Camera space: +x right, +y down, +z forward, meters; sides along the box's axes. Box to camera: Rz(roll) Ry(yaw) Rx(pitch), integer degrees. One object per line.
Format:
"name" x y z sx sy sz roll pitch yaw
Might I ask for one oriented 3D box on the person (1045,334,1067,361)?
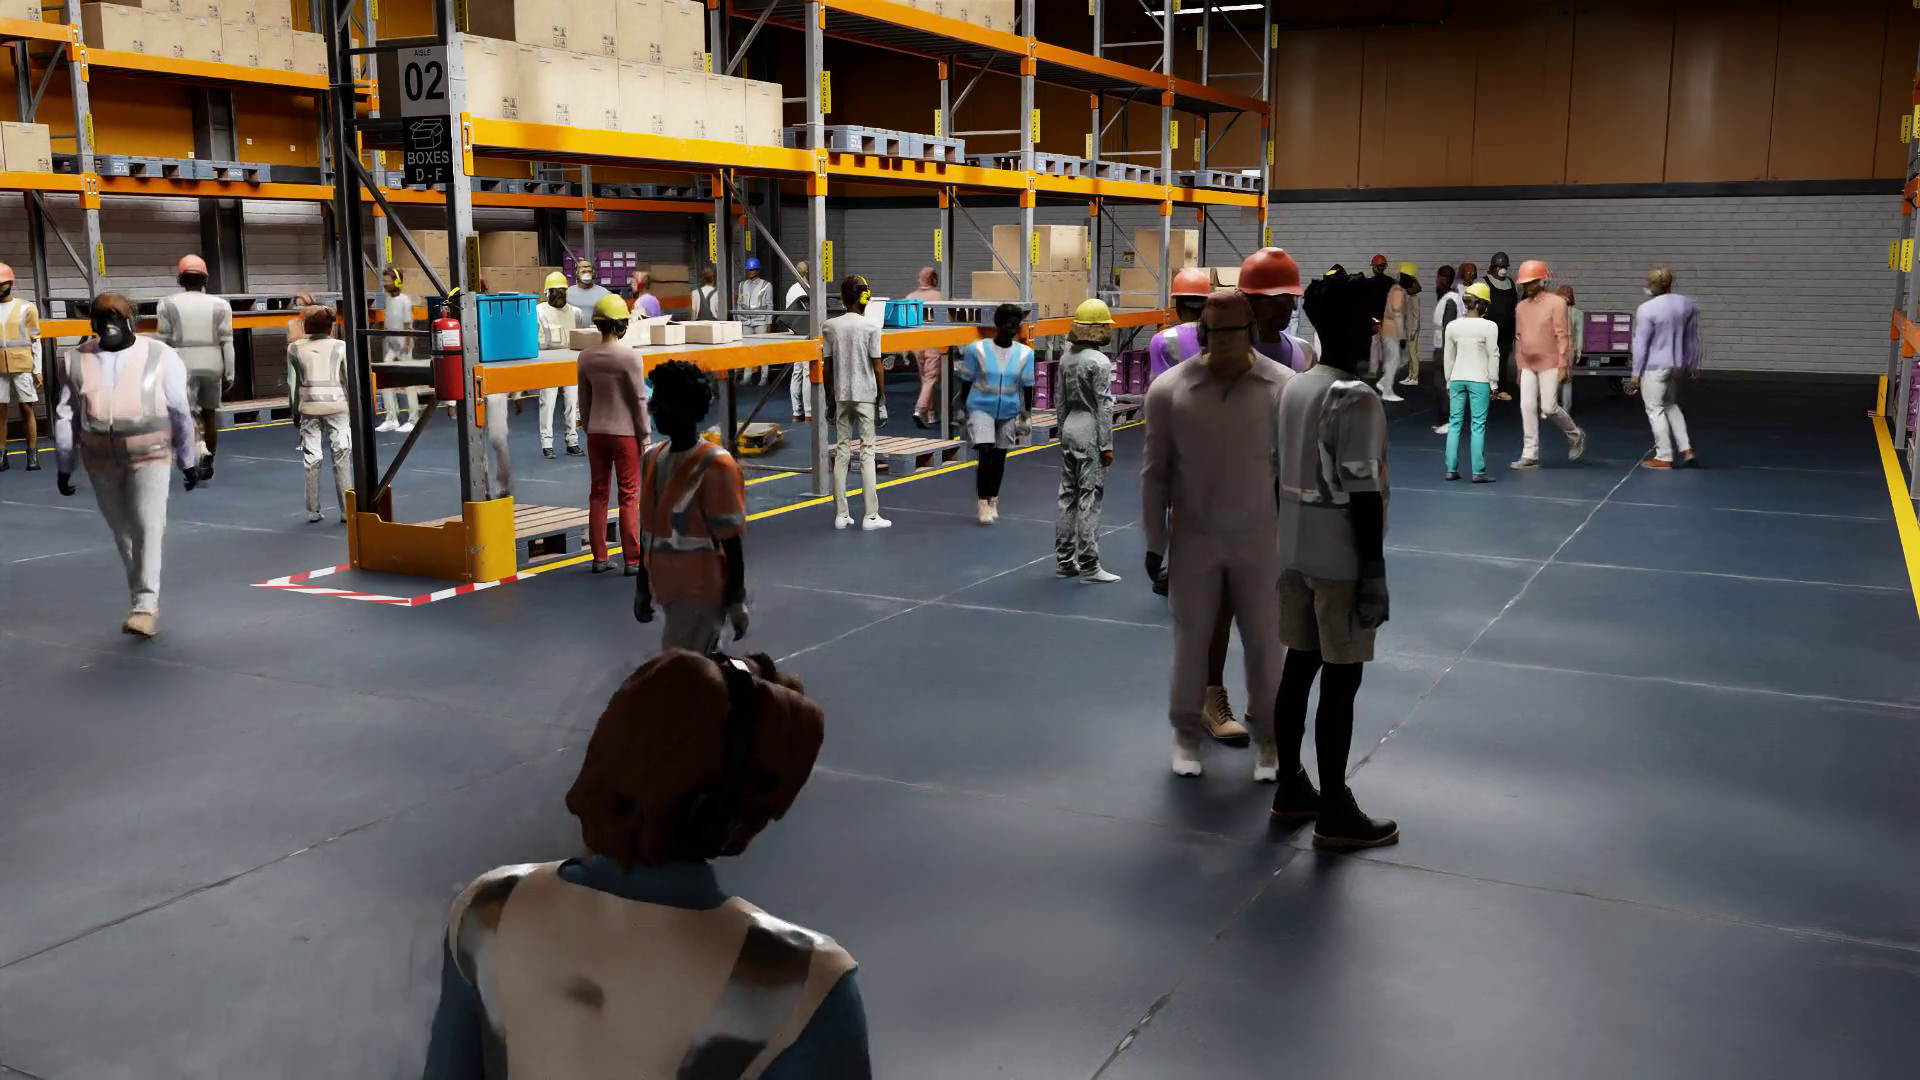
"person" 1.518 -3.410 25.948 0.594 1.924 0.382 3 10 15

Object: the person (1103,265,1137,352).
"person" 2.721 -3.773 28.347 0.611 1.822 0.493 -1 10 -8

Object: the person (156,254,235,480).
"person" -6.681 -1.493 14.599 0.632 2.015 0.757 -6 12 -32

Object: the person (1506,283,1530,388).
"person" 8.389 -3.163 24.816 0.441 1.820 0.713 -1 10 -4

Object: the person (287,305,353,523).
"person" -4.769 -0.941 12.490 0.518 1.636 0.312 0 10 1

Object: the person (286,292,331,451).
"person" -6.671 -1.743 17.179 0.521 1.622 0.581 3 10 15

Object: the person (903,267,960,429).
"person" -0.368 -2.237 19.340 0.640 1.867 0.950 6 11 29

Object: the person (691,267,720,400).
"person" -3.442 -2.829 22.853 0.543 1.835 0.441 2 10 13

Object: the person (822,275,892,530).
"person" -0.761 -1.000 12.178 0.514 1.865 0.329 4 11 23

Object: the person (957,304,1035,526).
"person" 0.283 -0.932 12.382 0.551 1.641 0.724 -3 10 -14

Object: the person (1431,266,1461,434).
"person" 5.502 -2.136 18.742 0.358 1.878 0.788 3 10 14

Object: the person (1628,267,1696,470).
"person" 6.563 -1.587 15.504 0.735 1.897 0.427 -5 11 -26

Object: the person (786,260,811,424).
"person" -1.821 -2.342 19.732 0.372 1.940 0.630 -7 12 -36

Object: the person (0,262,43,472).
"person" -8.800 -1.594 15.403 0.548 1.937 0.379 -4 10 -20

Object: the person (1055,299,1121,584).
"person" 0.791 -0.608 10.253 0.323 1.743 0.489 -6 11 -30

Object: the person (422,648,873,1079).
"person" -0.349 0.917 1.816 0.538 1.603 0.427 4 11 24

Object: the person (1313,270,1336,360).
"person" 4.091 -2.039 18.281 0.593 1.832 0.403 -6 11 -30

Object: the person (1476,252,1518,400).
"person" 7.375 -2.923 22.795 0.688 2.000 0.537 -3 10 -16

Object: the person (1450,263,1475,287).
"person" 7.574 -3.249 25.209 0.702 1.864 0.727 9 13 41

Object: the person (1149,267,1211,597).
"person" 1.343 -0.625 9.790 0.550 1.935 0.375 -3 10 -18

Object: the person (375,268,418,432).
"person" -6.384 -2.117 18.664 0.554 1.852 0.641 8 13 40

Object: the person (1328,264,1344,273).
"person" 5.215 -2.903 23.180 0.538 1.869 0.313 0 10 1

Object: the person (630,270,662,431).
"person" -3.525 -2.130 18.815 0.534 1.830 0.574 2 10 9

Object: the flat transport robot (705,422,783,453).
"flat transport robot" -2.251 -1.061 17.137 0.652 0.197 1.431 0 10 3

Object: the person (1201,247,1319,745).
"person" 1.253 -0.176 6.888 0.615 2.041 0.385 -6 11 -30

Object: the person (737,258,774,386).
"person" -3.123 -3.315 25.332 0.602 1.949 0.387 4 10 21

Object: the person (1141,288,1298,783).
"person" 1.023 -0.011 6.385 0.651 1.895 0.396 1 10 7

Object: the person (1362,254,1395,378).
"person" 6.772 -3.620 26.966 0.621 1.992 0.397 -6 11 -30

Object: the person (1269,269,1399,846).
"person" 1.283 0.063 5.722 0.363 1.966 0.606 -3 10 -19

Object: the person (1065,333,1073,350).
"person" 1.844 -3.358 25.954 0.624 1.821 0.647 0 10 -1

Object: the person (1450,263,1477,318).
"person" 7.071 -2.922 23.259 0.614 1.877 0.479 -3 10 -14

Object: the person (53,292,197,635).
"person" -4.441 -0.386 8.771 0.660 1.807 0.873 -1 10 -7

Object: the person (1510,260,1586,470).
"person" 5.504 -1.632 15.570 0.724 1.960 0.664 -5 11 -26

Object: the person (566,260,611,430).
"person" -4.271 -2.225 19.055 0.630 1.940 0.372 -1 10 -4

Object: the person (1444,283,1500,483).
"person" 4.522 -1.381 14.689 0.328 1.760 0.524 -9 13 -43

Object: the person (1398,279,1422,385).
"person" 6.931 -3.195 25.551 0.266 1.631 0.507 1 10 6

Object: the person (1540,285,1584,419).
"person" 7.334 -2.283 20.293 0.507 1.630 0.283 2 10 13

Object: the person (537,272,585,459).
"person" -3.968 -1.725 16.453 0.592 1.836 0.404 -8 12 -38

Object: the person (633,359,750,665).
"person" -0.955 0.173 5.979 0.882 1.655 0.538 -8 13 -40

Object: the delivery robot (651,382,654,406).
"delivery robot" -3.803 -1.863 20.686 0.477 0.478 0.707 8 13 39

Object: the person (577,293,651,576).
"person" -2.157 -0.653 10.442 0.525 1.772 0.304 5 11 26

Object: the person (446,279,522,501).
"person" -3.742 -1.129 12.986 0.592 1.845 0.704 -1 10 -8

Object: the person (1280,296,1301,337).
"person" 3.838 -2.340 19.719 0.355 1.940 0.542 -1 10 -5

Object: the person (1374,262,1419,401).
"person" 5.982 -2.819 22.628 0.473 1.886 0.629 2 10 14
